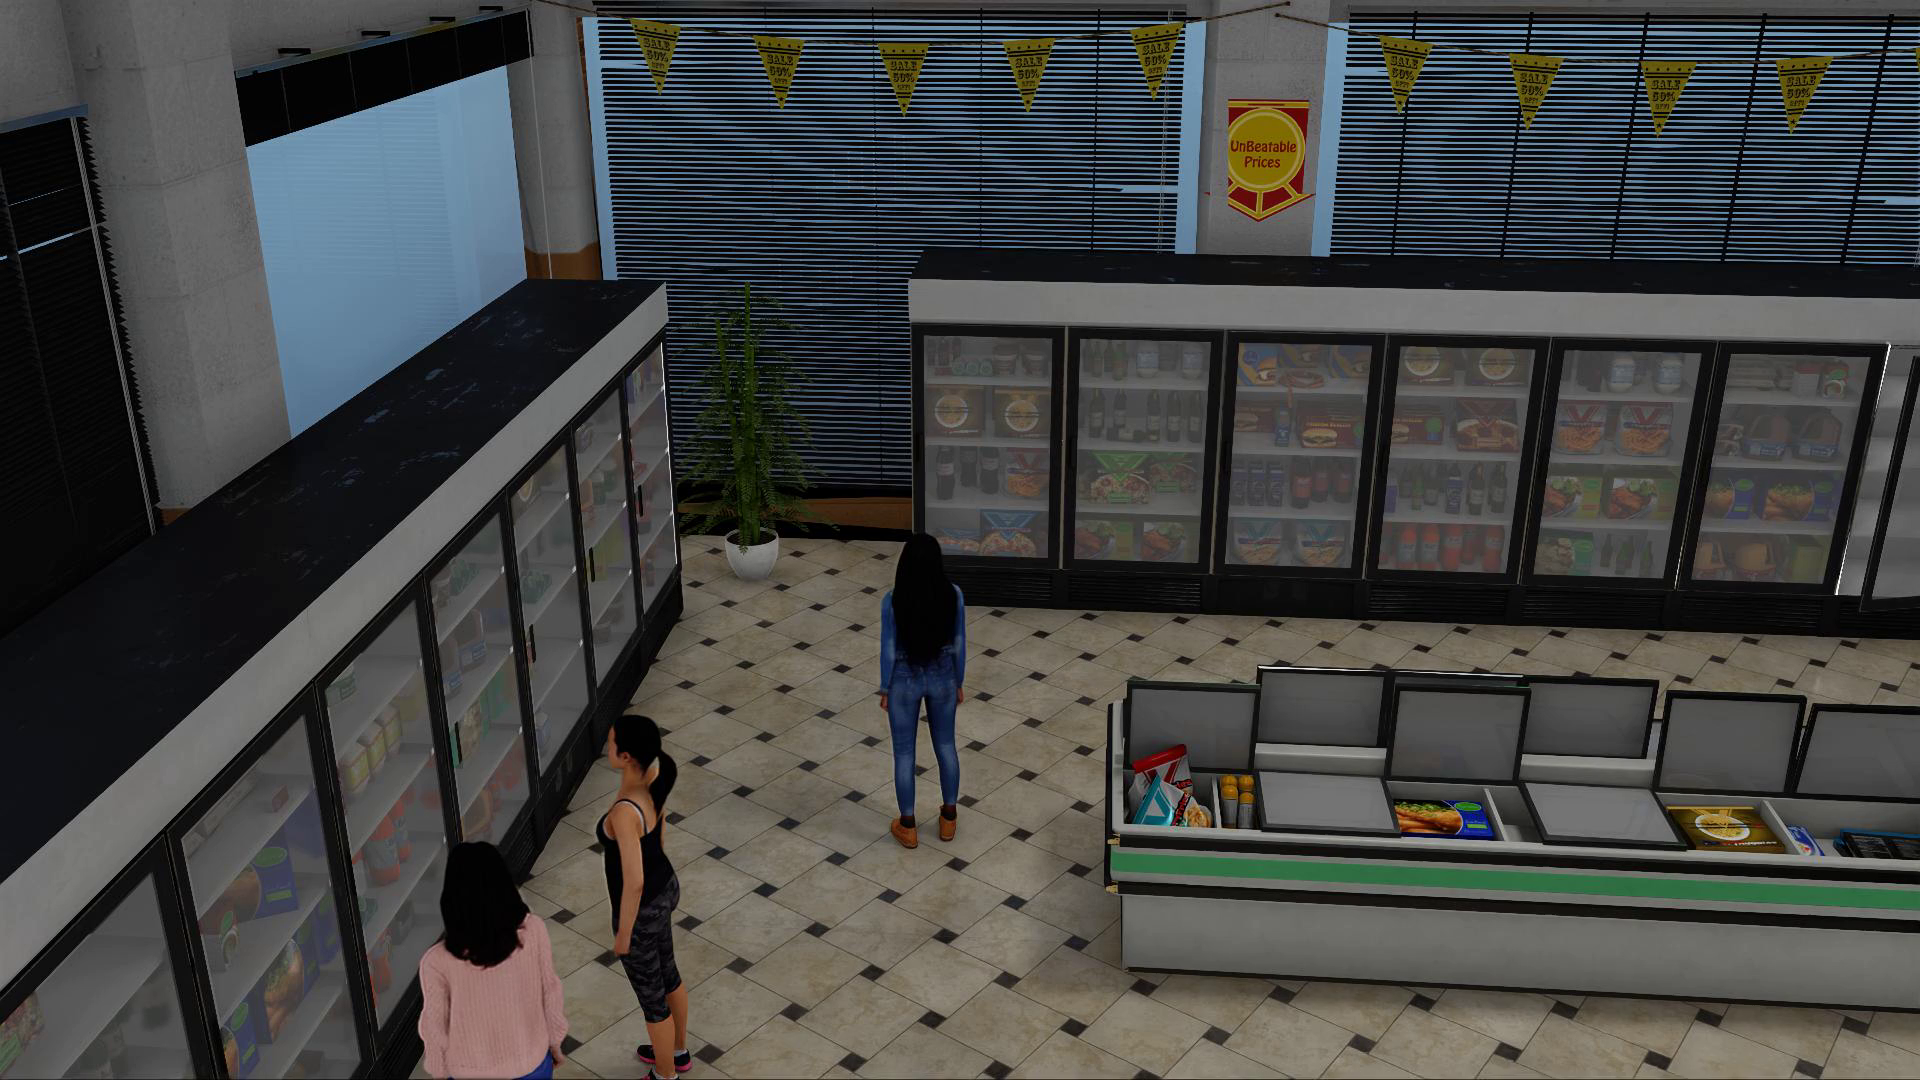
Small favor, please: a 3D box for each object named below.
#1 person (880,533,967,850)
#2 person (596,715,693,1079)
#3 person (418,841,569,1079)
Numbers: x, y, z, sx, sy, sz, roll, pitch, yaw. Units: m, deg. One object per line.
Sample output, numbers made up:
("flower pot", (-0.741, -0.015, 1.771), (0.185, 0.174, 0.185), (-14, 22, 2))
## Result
("person", (-0.186, 0.766, 8.479), (0.573, 1.713, 0.725), (-6, 23, -15))
("person", (-1.254, 1.476, 6.691), (0.558, 1.729, 0.580), (4, 22, 9))
("person", (-1.592, 1.834, 5.748), (0.679, 1.768, 0.792), (-11, 25, -26))
